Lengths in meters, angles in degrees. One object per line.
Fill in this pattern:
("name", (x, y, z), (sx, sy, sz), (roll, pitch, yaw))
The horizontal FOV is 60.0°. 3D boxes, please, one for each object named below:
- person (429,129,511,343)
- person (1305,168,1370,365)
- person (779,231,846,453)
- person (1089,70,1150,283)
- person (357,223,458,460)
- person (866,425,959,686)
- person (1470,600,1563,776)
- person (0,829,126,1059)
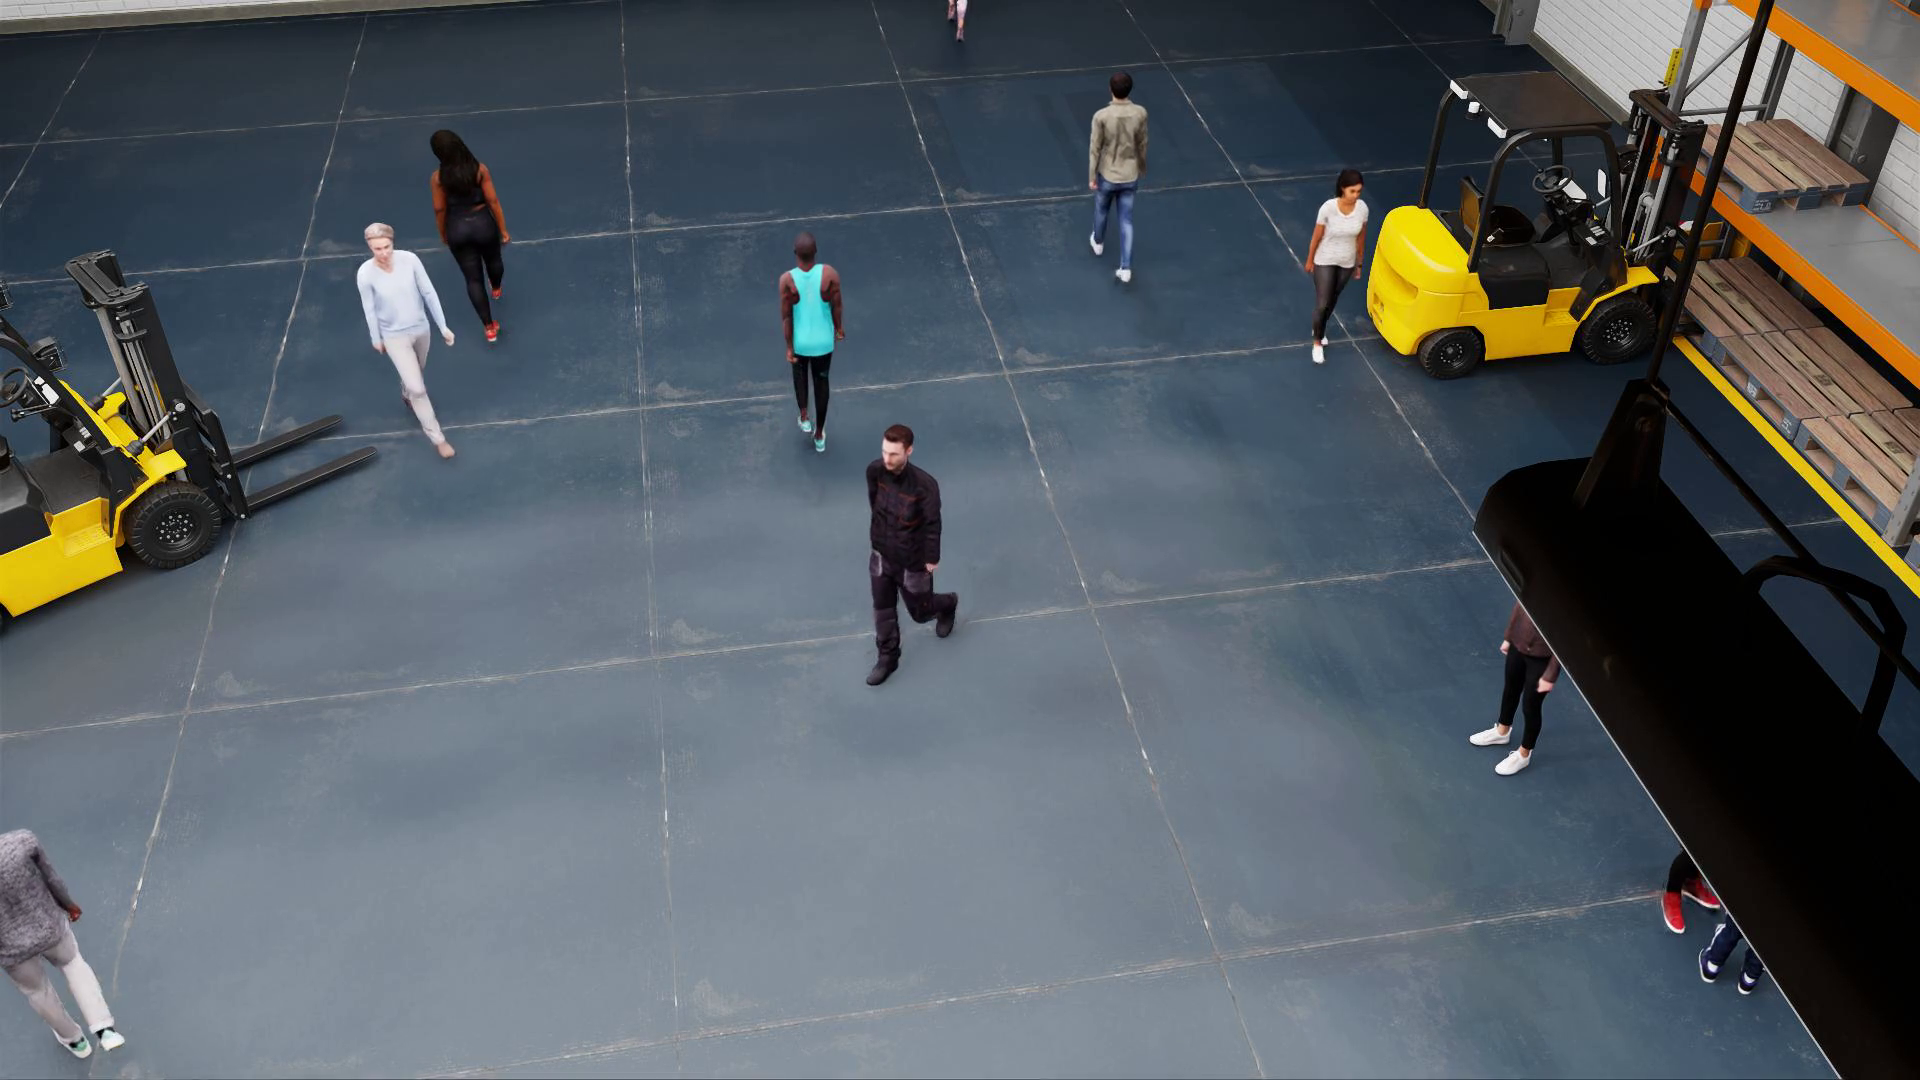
("person", (-4.019, -2.467, 13.715), (0.816, 1.749, 1.216), (-10, 40, -12))
("person", (3.042, -2.317, 13.631), (0.580, 1.621, 0.779), (-6, 39, -7))
("person", (-1.094, -1.432, 12.384), (0.644, 1.795, 0.707), (-3, 39, -4))
("person", (1.395, -3.119, 14.464), (0.698, 1.834, 1.134), (-6, 39, -7))
("person", (-4.210, -1.578, 12.532), (1.119, 1.838, 1.359), (-29, 47, -31))
("person", (-0.326, 0.043, 10.455), (1.082, 1.896, 1.165), (21, 43, 24))
("person", (3.393, 0.674, 9.819), (0.698, 1.704, 0.482), (-12, 40, -15))
("person", (-4.505, 1.971, 8.100), (0.986, 1.822, 0.922), (30, 47, 32))
